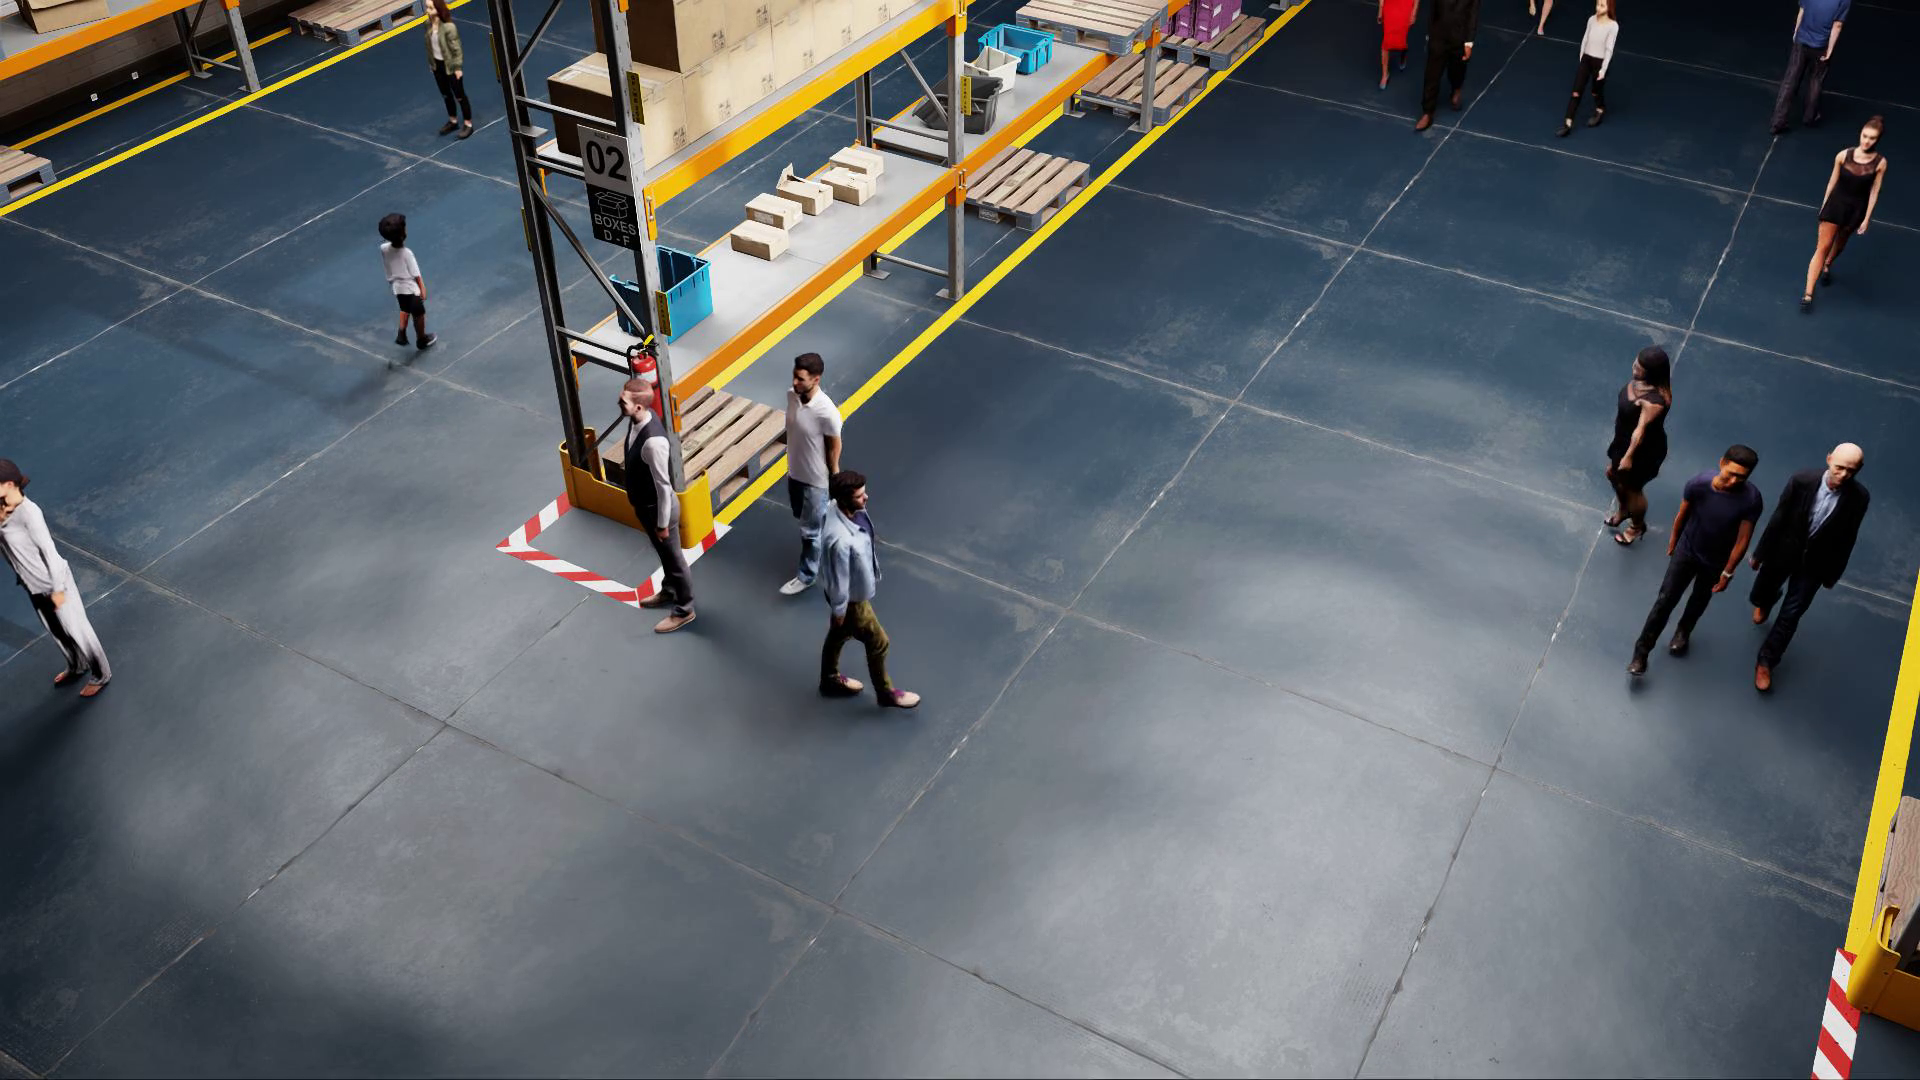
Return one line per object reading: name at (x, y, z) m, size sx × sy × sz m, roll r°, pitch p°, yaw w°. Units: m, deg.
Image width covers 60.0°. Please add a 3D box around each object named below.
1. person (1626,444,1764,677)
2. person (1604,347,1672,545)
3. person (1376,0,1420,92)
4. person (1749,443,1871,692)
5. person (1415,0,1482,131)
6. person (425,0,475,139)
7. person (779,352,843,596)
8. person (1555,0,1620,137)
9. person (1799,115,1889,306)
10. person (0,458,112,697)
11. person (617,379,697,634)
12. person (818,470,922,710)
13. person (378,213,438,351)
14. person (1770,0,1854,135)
person at (4.836, 0.059, 10.722) m, size 0.680 × 1.746 × 1.049 m, roll 25°, pitch 45°, yaw 27°
person at (4.820, -0.644, 11.661) m, size 0.826 × 1.672 × 0.730 m, roll 16°, pitch 41°, yaw 19°
person at (4.772, -5.759, 18.013) m, size 0.561 × 1.737 × 0.704 m, roll 20°, pitch 43°, yaw 24°
person at (5.381, 0.082, 10.662) m, size 0.696 × 1.785 × 1.006 m, roll 20°, pitch 43°, yaw 24°
person at (5.105, -5.216, 17.220) m, size 0.684 × 1.879 × 1.071 m, roll 20°, pitch 43°, yaw 23°
person at (-5.285, -4.886, 17.130) m, size 0.583 × 1.475 × 0.500 m, roll 18°, pitch 42°, yaw 22°
person at (-0.945, -0.494, 11.335) m, size 1.152 × 1.844 × 0.919 m, roll -27°, pitch 46°, yaw -29°
person at (6.604, -4.924, 17.193) m, size 1.031 × 1.456 × 0.720 m, roll -31°, pitch 48°, yaw -33°
person at (7.754, -2.904, 14.529) m, size 0.575 × 1.623 × 1.106 m, roll 20°, pitch 43°, yaw 23°
person at (-5.778, 0.223, 10.493) m, size 0.582 × 1.774 × 0.518 m, roll 20°, pitch 43°, yaw 23°
person at (-1.998, -0.245, 10.949) m, size 0.761 × 1.938 × 0.745 m, roll -16°, pitch 41°, yaw -19°
person at (-0.778, 0.310, 10.373) m, size 0.993 × 1.788 × 0.992 m, roll 0°, pitch 39°, yaw 0°
person at (-4.650, -2.108, 13.832) m, size 0.537 × 1.250 × 0.642 m, roll 14°, pitch 41°, yaw 16°
person at (8.684, -5.037, 17.021) m, size 0.788 × 1.848 × 1.002 m, roll 29°, pitch 47°, yaw 31°
